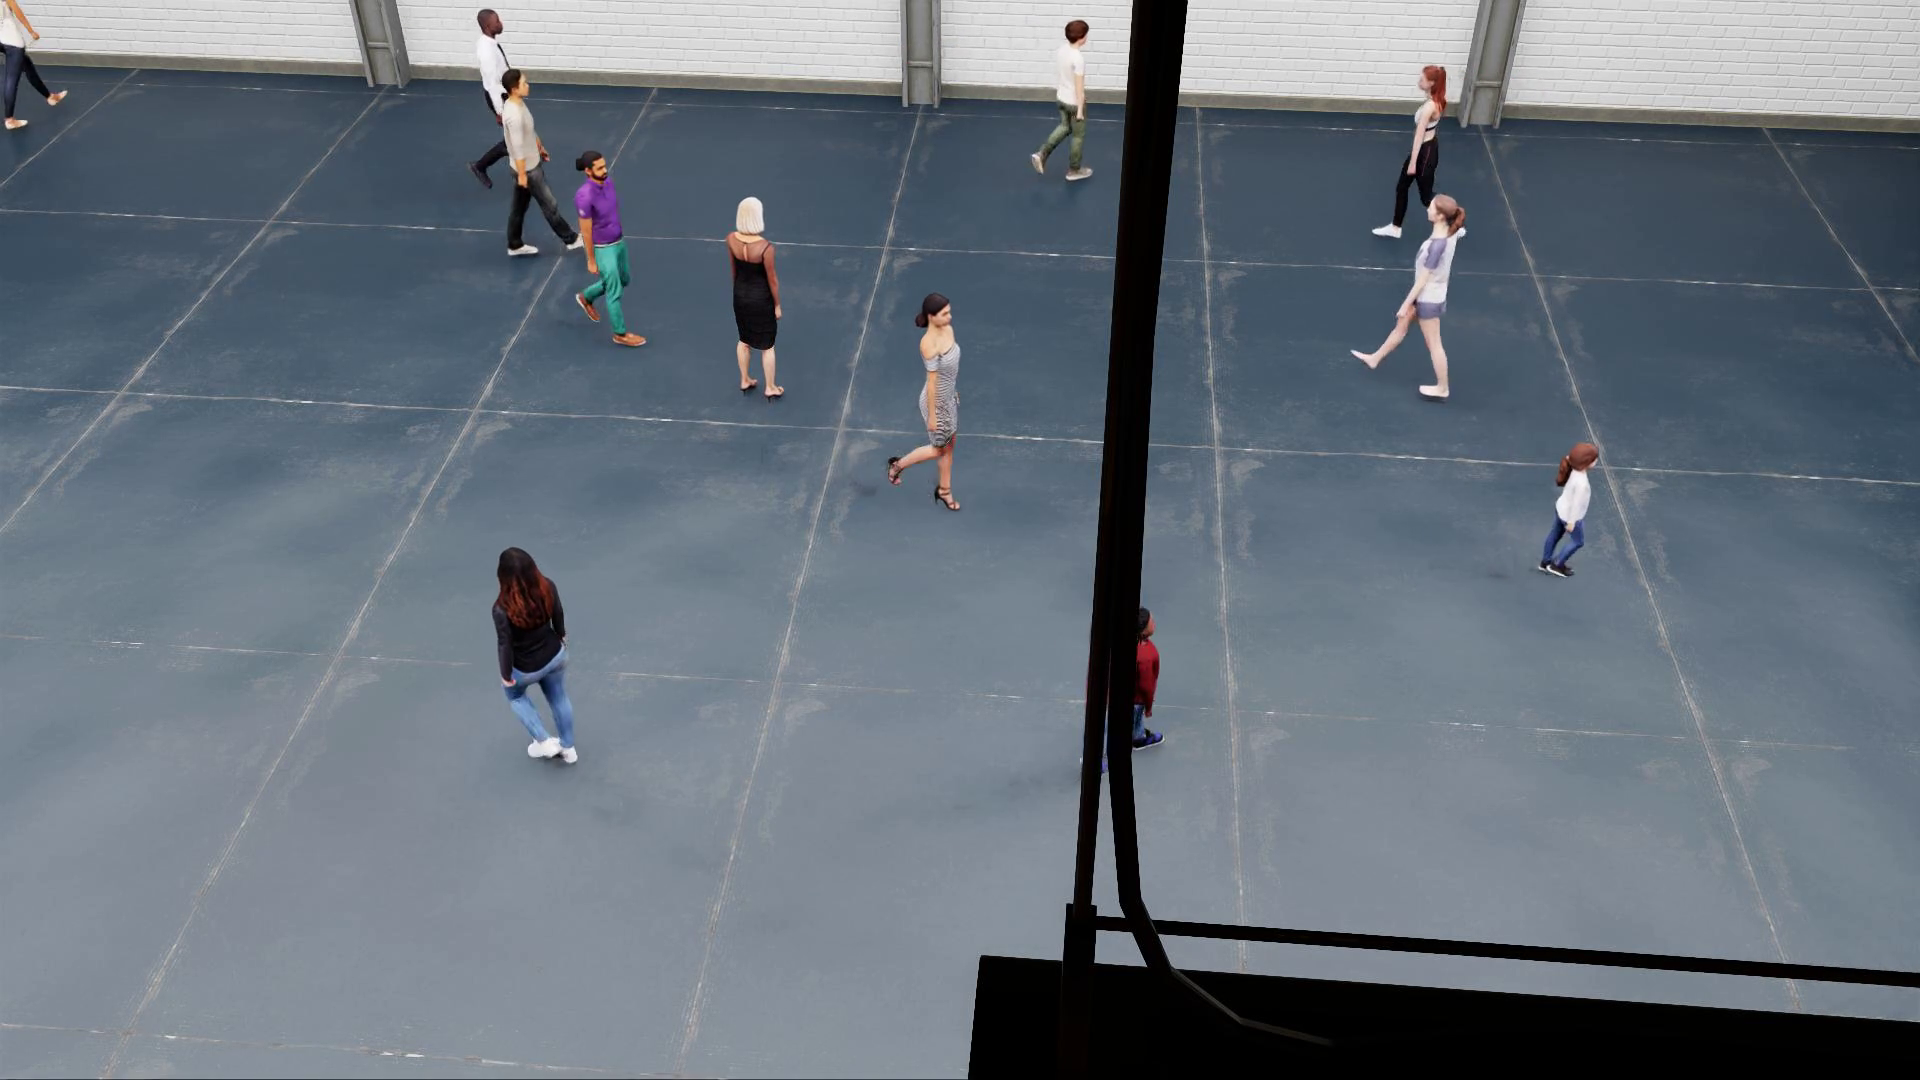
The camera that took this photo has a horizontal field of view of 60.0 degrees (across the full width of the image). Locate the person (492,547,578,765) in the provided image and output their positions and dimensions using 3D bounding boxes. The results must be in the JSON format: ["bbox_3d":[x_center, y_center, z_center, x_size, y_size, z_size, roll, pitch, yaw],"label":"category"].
[{"bbox_3d":[-2.505,0.747,9.981,0.808,1.625,0.776,29,47,31],"label":"person"}]

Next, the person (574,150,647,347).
[{"bbox_3d":[-3.035,-2.445,13.875,1.016,1.754,0.795,14,41,17],"label":"person"}]

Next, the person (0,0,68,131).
[{"bbox_3d":[-9.913,-5.106,17.229,1.136,1.728,0.864,14,41,16],"label":"person"}]

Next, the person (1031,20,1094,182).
[{"bbox_3d":[1.018,-4.264,16.245,0.991,1.639,0.858,-18,42,-21],"label":"person"}]

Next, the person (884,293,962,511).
[{"bbox_3d":[-0.238,-0.989,12.010,0.895,1.807,0.714,12,40,15],"label":"person"}]

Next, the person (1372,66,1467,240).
[{"bbox_3d":[4.321,-3.469,15.189,1.133,1.714,0.777,16,41,20],"label":"person"}]

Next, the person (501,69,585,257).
[{"bbox_3d":[-4.017,-3.364,15.000,1.142,1.786,0.894,-10,40,-12],"label":"person"}]

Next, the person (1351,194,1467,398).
[{"bbox_3d":[3.803,-1.883,13.195,1.177,1.725,0.887,19,42,22],"label":"person"}]

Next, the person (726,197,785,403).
[{"bbox_3d":[-1.635,-1.893,13.194,0.584,1.742,0.712,18,42,21],"label":"person"}]

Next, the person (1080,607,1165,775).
[{"bbox_3d":[0.990,0.917,10.072,0.920,1.247,0.733,-13,40,-16],"label":"person"}]

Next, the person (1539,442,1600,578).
[{"bbox_3d":[4.206,-0.217,11.605,0.477,1.106,0.455,3,39,4],"label":"person"}]
